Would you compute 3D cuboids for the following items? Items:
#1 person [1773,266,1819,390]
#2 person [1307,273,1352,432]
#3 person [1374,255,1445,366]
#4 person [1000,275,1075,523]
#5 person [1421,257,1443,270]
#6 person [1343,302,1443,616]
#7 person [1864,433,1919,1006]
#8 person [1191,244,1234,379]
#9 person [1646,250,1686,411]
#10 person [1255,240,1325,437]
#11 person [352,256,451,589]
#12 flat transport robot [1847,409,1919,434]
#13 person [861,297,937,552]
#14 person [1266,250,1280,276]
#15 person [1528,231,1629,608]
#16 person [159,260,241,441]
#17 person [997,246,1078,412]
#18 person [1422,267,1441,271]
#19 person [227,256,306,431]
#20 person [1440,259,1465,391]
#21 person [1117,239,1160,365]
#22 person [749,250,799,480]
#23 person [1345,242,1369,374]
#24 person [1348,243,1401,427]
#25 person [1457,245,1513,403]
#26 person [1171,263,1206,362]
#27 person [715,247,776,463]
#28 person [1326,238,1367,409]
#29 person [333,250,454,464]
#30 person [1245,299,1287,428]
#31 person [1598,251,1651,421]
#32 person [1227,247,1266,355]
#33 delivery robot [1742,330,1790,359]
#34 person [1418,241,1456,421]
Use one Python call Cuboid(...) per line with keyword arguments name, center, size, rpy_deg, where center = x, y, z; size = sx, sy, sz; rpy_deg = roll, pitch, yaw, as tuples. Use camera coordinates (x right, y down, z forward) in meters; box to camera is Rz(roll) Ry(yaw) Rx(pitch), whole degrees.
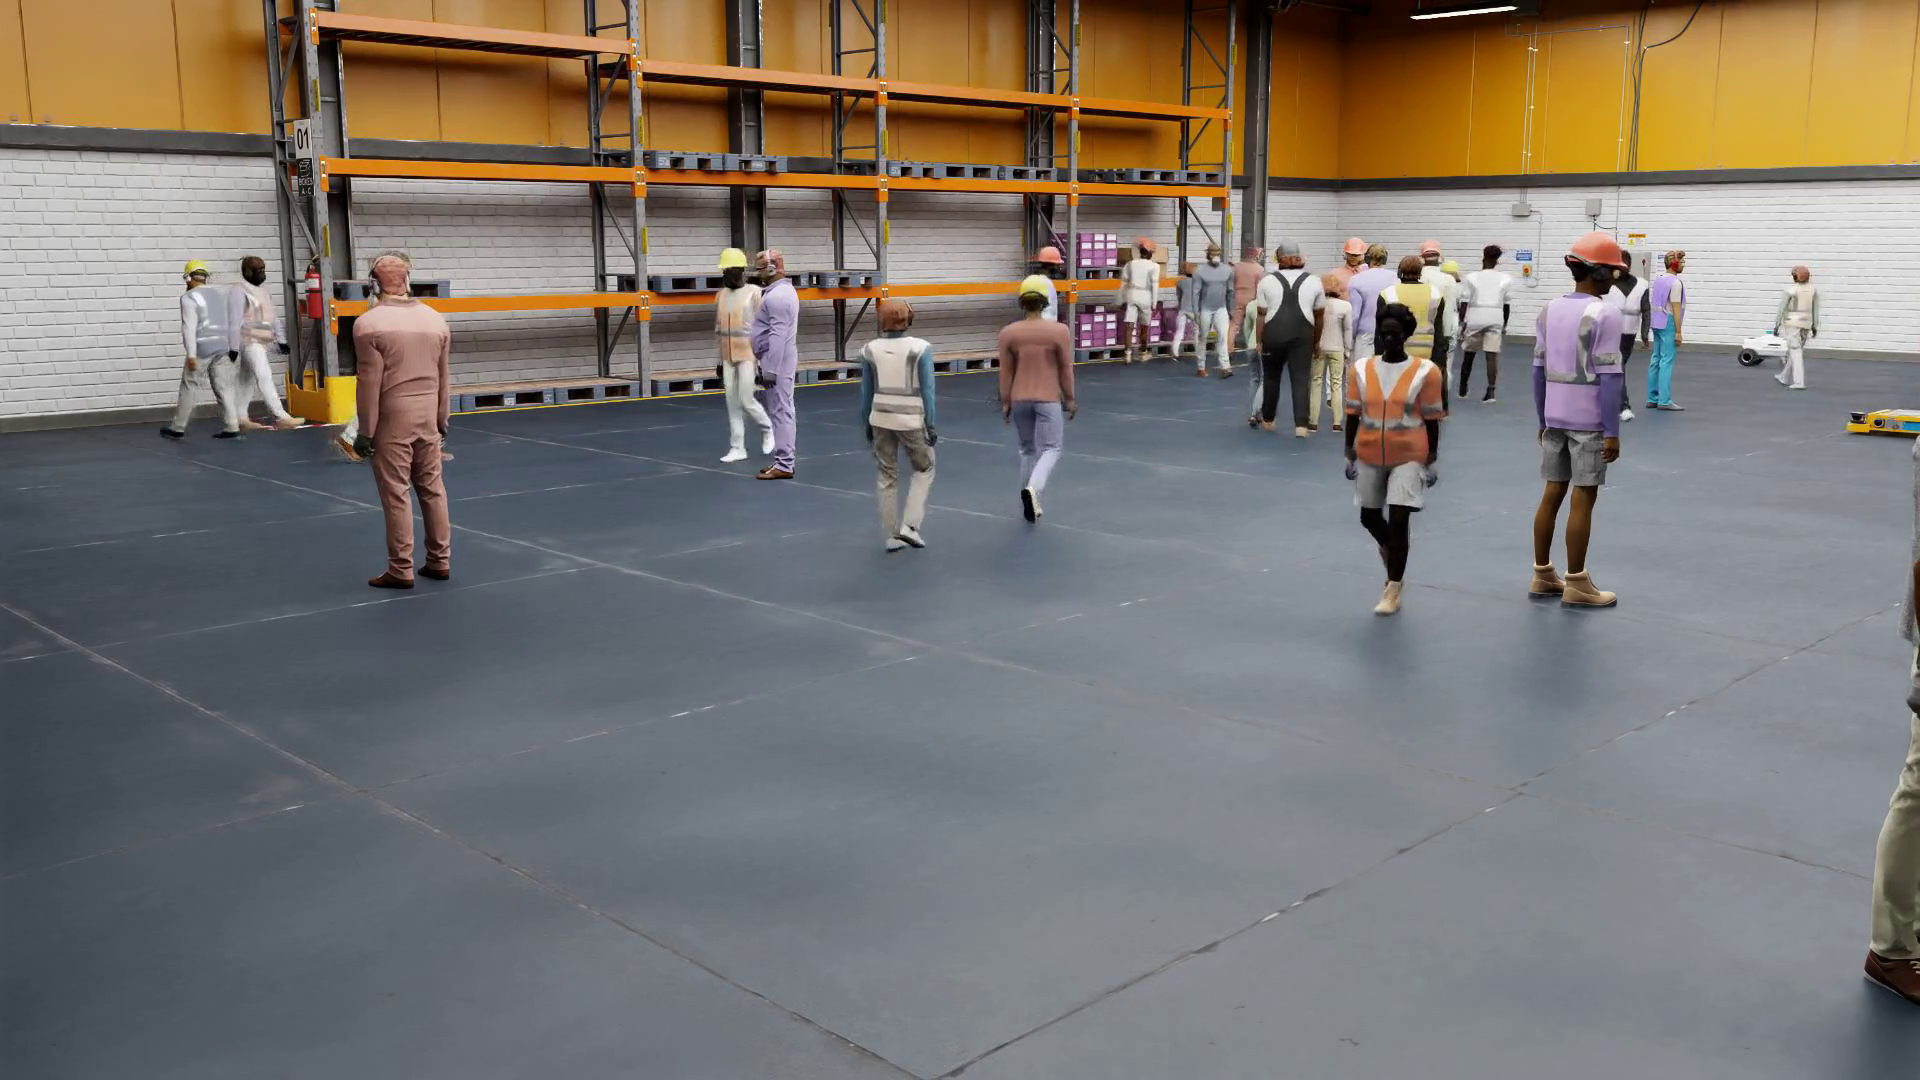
Cuboid(name="person", center=(11.032, -2.816, 22.065), size=(0.541, 1.599, 0.807), rpy_deg=(-2, 11, -10))
Cuboid(name="person", center=(3.780, -1.923, 17.142), size=(0.499, 1.633, 0.286), rpy_deg=(2, 11, 9))
Cuboid(name="person", center=(4.061, -1.659, 15.137), size=(0.625, 1.843, 0.430), rpy_deg=(0, 10, -2))
Cuboid(name="person", center=(0.516, -0.977, 11.646), size=(0.534, 1.746, 0.681), rpy_deg=(4, 11, 20))
Cuboid(name="person", center=(8.197, -4.203, 29.116), size=(0.435, 1.819, 0.595), rpy_deg=(2, 11, 10))
Cuboid(name="person", center=(2.373, -0.463, 9.082), size=(0.540, 1.678, 0.702), rpy_deg=(7, 12, 32))
Cuboid(name="person", center=(2.664, 0.298, 4.383), size=(0.511, 1.872, 0.328), rpy_deg=(-8, 13, -38))
Cuboid(name="person", center=(3.582, -3.209, 23.453), size=(0.680, 1.890, 0.970), rpy_deg=(-2, 11, -11))
Cuboid(name="person", center=(8.196, -2.426, 19.312), size=(0.389, 1.843, 0.563), rpy_deg=(-1, 10, -4))
Cuboid(name="person", center=(3.353, -2.089, 16.936), size=(0.687, 2.000, 1.040), rpy_deg=(1, 10, 6))
Cuboid(name="person", center=(-3.235, -0.675, 9.596), size=(0.403, 1.904, 0.652), rpy_deg=(6, 12, 30))
Cuboid(name="flat transport robot", center=(9.794, -1.162, 16.709), size=(0.652, 0.197, 1.431), rpy_deg=(-10, 14, -44))
Cuboid(name="person", center=(-0.391, -0.726, 10.598), size=(0.547, 1.625, 0.358), rpy_deg=(4, 11, 23))
Cuboid(name="person", center=(5.045, -3.707, 26.274), size=(0.542, 1.846, 0.628), rpy_deg=(2, 11, 11))
Cuboid(name="person", center=(3.407, -0.653, 9.106), size=(0.391, 2.039, 0.615), rpy_deg=(-4, 11, -19))
Cuboid(name="person", center=(-7.537, -1.864, 16.443), size=(0.803, 1.780, 0.615), rpy_deg=(3, 11, 14))
Cuboid(name="person", center=(0.888, -2.392, 18.968), size=(0.857, 1.911, 0.554), rpy_deg=(-2, 11, -12))
Cuboid(name="person", center=(7.033, -3.475, 24.992), size=(0.510, 1.860, 0.317), rpy_deg=(-10, 14, -42))
Cuboid(name="person", center=(-7.220, -2.027, 17.248), size=(0.902, 1.796, 0.638), rpy_deg=(0, 10, -2))
Cuboid(name="person", center=(6.212, -2.710, 21.202), size=(0.491, 1.727, 0.661), rpy_deg=(-1, 10, -3))
Cuboid(name="person", center=(2.789, -3.733, 26.121), size=(0.734, 1.972, 1.092), rpy_deg=(5, 12, 26))
Cuboid(name="person", center=(-1.546, -1.454, 13.858), size=(0.407, 1.902, 0.638), rpy_deg=(0, 10, 1))
Cuboid(name="person", center=(5.823, -3.350, 24.137), size=(0.554, 1.925, 0.390), rpy_deg=(-7, 12, -33))
Cuboid(name="person", center=(4.373, -2.161, 17.610), size=(0.629, 1.940, 0.373), rpy_deg=(-2, 11, -11))
Cuboid(name="person", center=(6.390, -2.627, 20.268), size=(0.622, 1.914, 0.938), rpy_deg=(2, 11, 12))
Cuboid(name="person", center=(3.661, -3.642, 26.632), size=(0.503, 1.589, 0.845), rpy_deg=(7, 13, 34))
Cuboid(name="person", center=(-1.935, -1.650, 14.886), size=(0.602, 1.911, 0.531), rpy_deg=(7, 13, 35))
Cuboid(name="person", center=(4.545, -2.515, 19.392), size=(0.613, 1.991, 0.392), rpy_deg=(-3, 11, -18))
Cuboid(name="person", center=(-5.081, -1.610, 14.735), size=(0.963, 1.906, 0.627), rpy_deg=(-2, 11, -9))
Cuboid(name="person", center=(3.169, -1.993, 17.590), size=(0.515, 1.601, 0.623), rpy_deg=(10, 14, 43))
Cuboid(name="person", center=(7.305, -2.268, 18.432), size=(0.583, 1.857, 1.024), rpy_deg=(0, 10, -1))
Cuboid(name="person", center=(4.641, -3.830, 27.001), size=(0.702, 1.852, 0.962), rpy_deg=(8, 13, 38))
Cuboid(name="delivery robot", center=(12.498, -2.999, 25.695), size=(0.707, 0.478, 0.477), rpy_deg=(8, 13, 39))
Cuboid(name="person", center=(5.078, -2.245, 18.027), size=(0.602, 1.945, 0.862), rpy_deg=(6, 12, 28))
